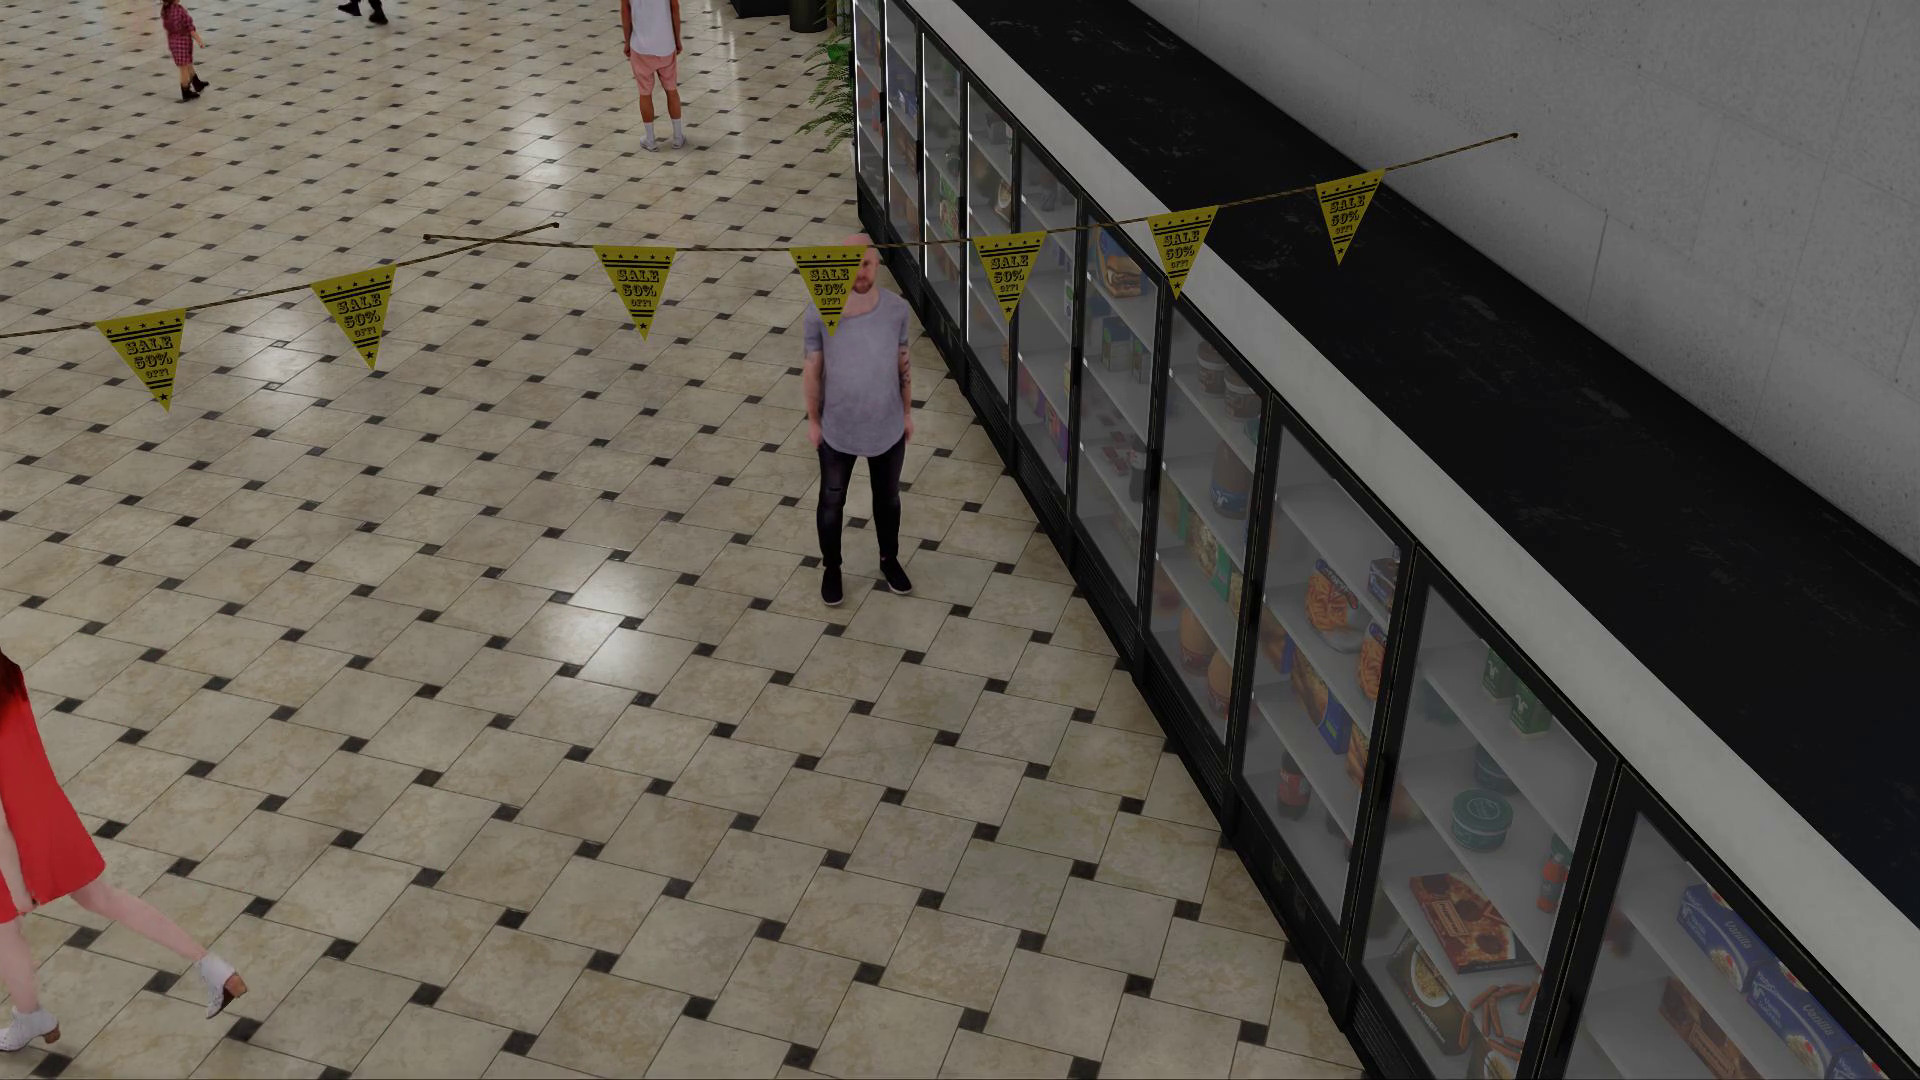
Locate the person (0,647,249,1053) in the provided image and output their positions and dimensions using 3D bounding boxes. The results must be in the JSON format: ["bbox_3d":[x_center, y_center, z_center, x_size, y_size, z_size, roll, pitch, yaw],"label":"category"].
[{"bbox_3d":[-2.897,0.988,5.364,1.193,1.793,0.781,-1,32,-2],"label":"person"}]

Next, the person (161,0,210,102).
[{"bbox_3d":[-6.967,-4.420,14.796,0.635,1.009,0.668,12,34,18],"label":"person"}]

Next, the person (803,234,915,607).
[{"bbox_3d":[-0.463,-0.565,7.817,0.511,1.837,0.719,-9,33,-14],"label":"person"}]

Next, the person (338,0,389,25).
[{"bbox_3d":[-6.127,-6.100,16.779,1.078,1.769,1.055,26,40,35],"label":"person"}]

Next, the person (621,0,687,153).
[{"bbox_3d":[-2.496,-4.048,13.463,0.501,1.788,0.690,-9,33,-14],"label":"person"}]
